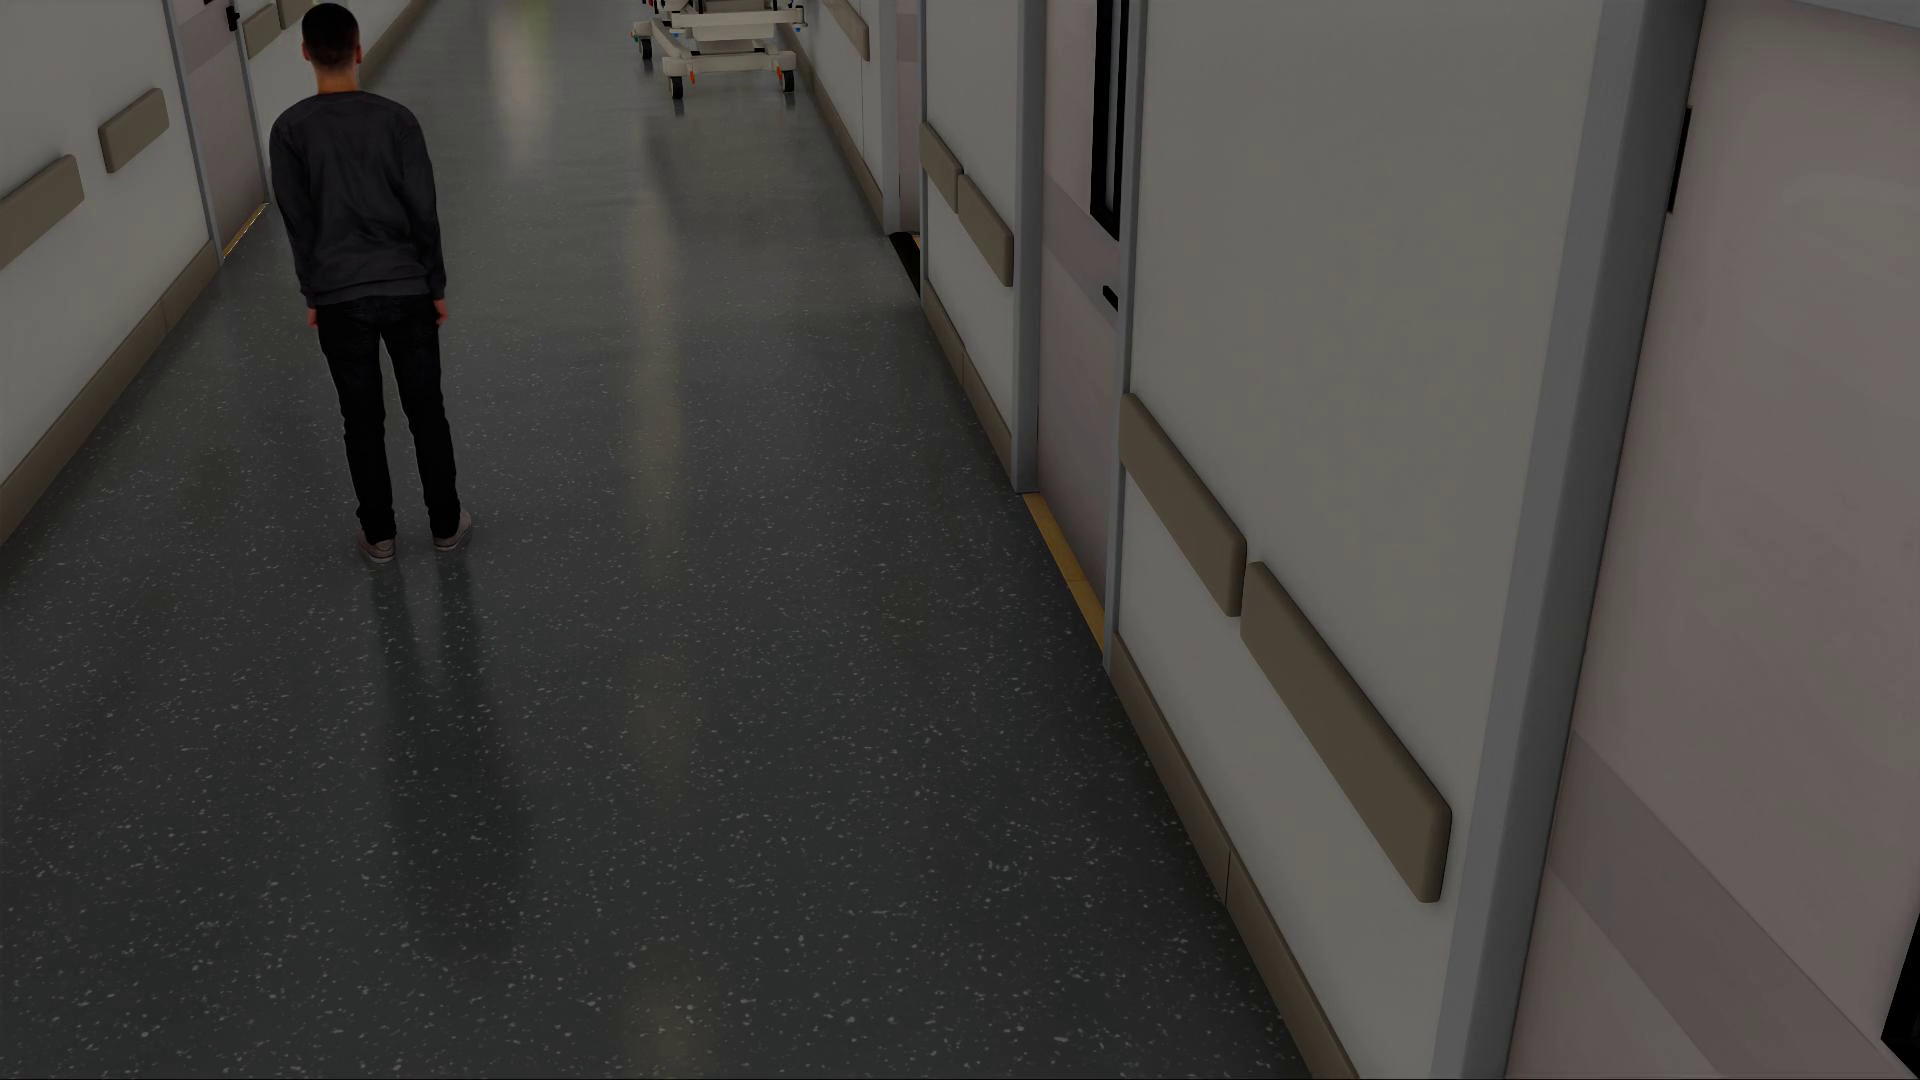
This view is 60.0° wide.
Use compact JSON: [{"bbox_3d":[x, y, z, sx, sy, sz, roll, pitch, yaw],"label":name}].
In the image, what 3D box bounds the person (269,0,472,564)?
[{"bbox_3d":[-1.846,-0.775,5.234,0.535,1.761,0.713,-9,27,-18],"label":"person"}]
